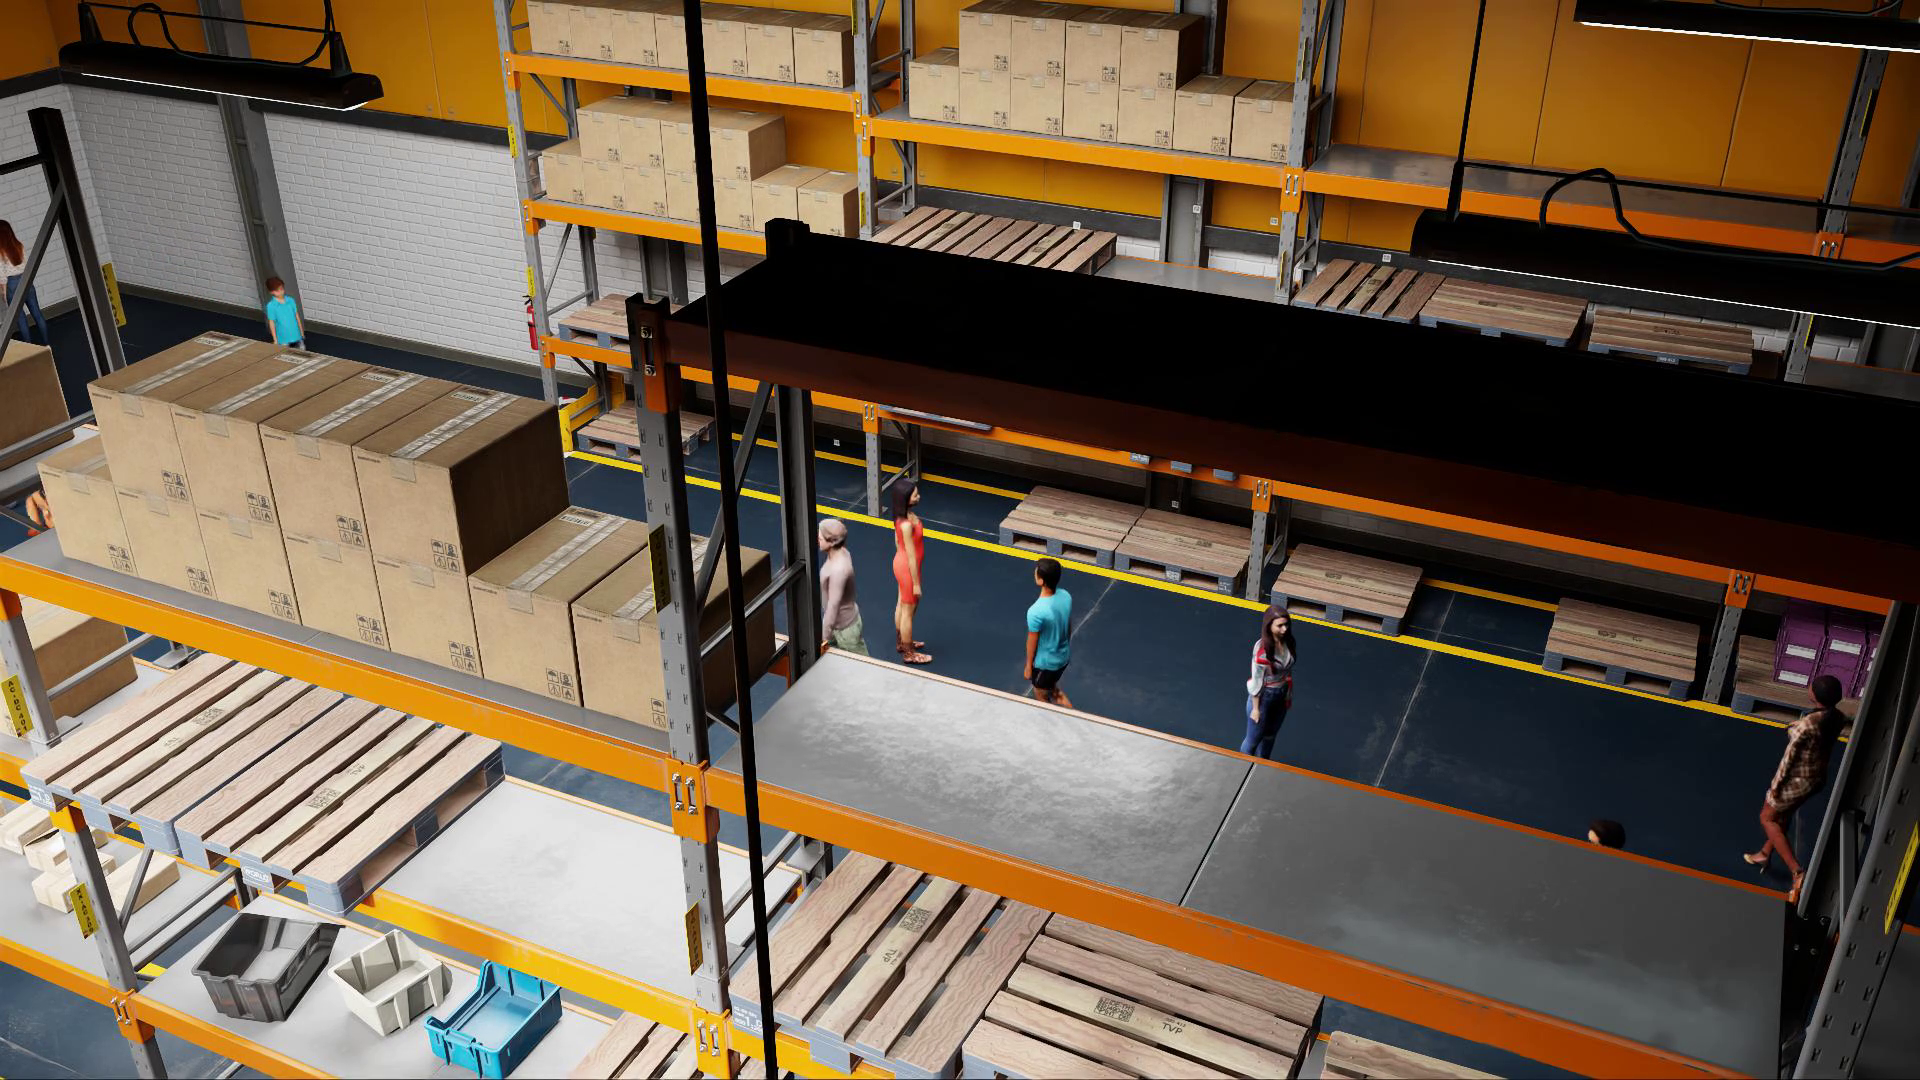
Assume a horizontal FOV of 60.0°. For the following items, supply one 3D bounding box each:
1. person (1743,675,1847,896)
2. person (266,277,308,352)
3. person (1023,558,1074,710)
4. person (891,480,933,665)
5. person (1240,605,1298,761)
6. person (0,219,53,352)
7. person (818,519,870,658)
[{"bbox_3d":[5.876,1.732,11.581,0.910,1.779,0.971,-10,30,-18],"label":"person"},{"bbox_3d":[-7.928,-2.417,19.543,0.716,1.438,0.631,24,36,36],"label":"person"},{"bbox_3d":[0.771,0.972,12.991,0.816,1.762,0.707,23,36,35],"label":"person"},{"bbox_3d":[-0.451,0.265,14.334,0.713,1.718,0.673,-7,29,-12],"label":"person"},{"bbox_3d":[2.360,1.204,12.722,0.666,1.612,0.670,-19,34,-31],"label":"person"},{"bbox_3d":[-11.612,-3.121,20.529,0.556,1.729,0.607,18,34,30],"label":"person"},{"bbox_3d":[-0.869,0.697,13.434,1.335,1.821,1.180,-6,29,-10],"label":"person"}]
